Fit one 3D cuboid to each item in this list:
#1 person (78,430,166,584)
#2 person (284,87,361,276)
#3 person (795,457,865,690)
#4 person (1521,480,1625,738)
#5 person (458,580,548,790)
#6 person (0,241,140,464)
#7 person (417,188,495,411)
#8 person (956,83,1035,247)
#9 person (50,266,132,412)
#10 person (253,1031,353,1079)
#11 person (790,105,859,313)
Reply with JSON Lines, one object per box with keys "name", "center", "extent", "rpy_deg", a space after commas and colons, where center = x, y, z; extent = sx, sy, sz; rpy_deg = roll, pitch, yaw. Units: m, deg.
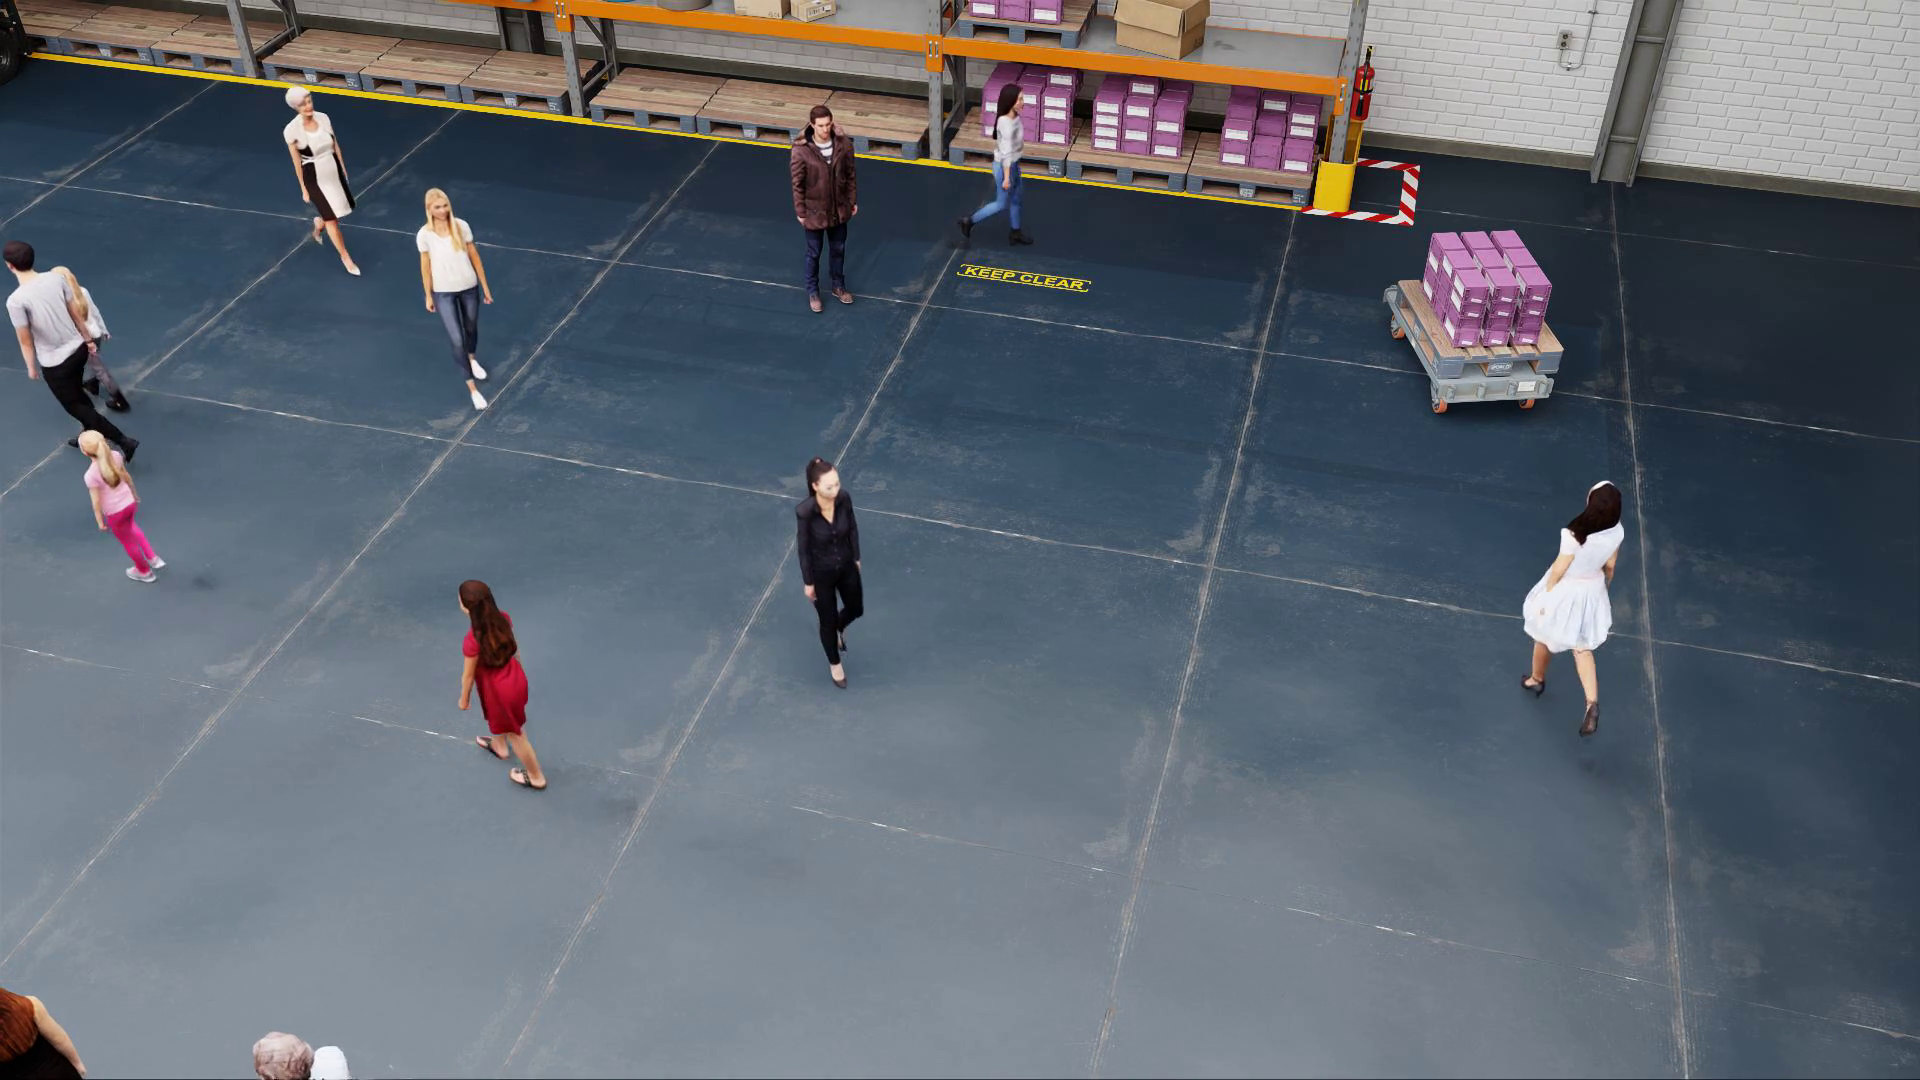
{"name": "person", "center": [-5.752, -0.224, 11.465], "extent": [0.519, 1.267, 0.504], "rpy_deg": [12, 40, 14]}
{"name": "person", "center": [-5.728, -3.223, 14.844], "extent": [1.036, 1.737, 0.842], "rpy_deg": [26, 46, 29]}
{"name": "person", "center": [-0.852, 0.191, 10.594], "extent": [0.767, 1.704, 0.826], "rpy_deg": [-21, 43, -25]}
{"name": "person", "center": [3.801, 0.445, 10.200], "extent": [1.094, 1.799, 1.005], "rpy_deg": [-7, 39, -9]}
{"name": "person", "center": [-2.666, 0.893, 9.853], "extent": [0.840, 1.533, 0.590], "rpy_deg": [14, 41, 16]}
{"name": "person", "center": [-6.638, -1.339, 12.405], "extent": [0.989, 1.836, 0.675], "rpy_deg": [12, 40, 14]}
{"name": "person", "center": [-4.035, -1.990, 13.276], "extent": [1.050, 1.767, 1.134], "rpy_deg": [-22, 44, -25]}
{"name": "person", "center": [0.339, -3.385, 15.144], "extent": [0.991, 1.613, 0.720], "rpy_deg": [2, 39, 3]}
{"name": "person", "center": [-6.854, -1.569, 13.156], "extent": [0.829, 1.258, 0.564], "rpy_deg": [14, 41, 17]}
{"name": "person", "center": [-2.637, 2.769, 7.298], "extent": [1.225, 1.789, 0.839], "rpy_deg": [18, 42, 21]}
{"name": "person", "center": [-1.166, -2.872, 14.315], "extent": [0.860, 1.848, 0.931], "rpy_deg": [-18, 42, -21]}
